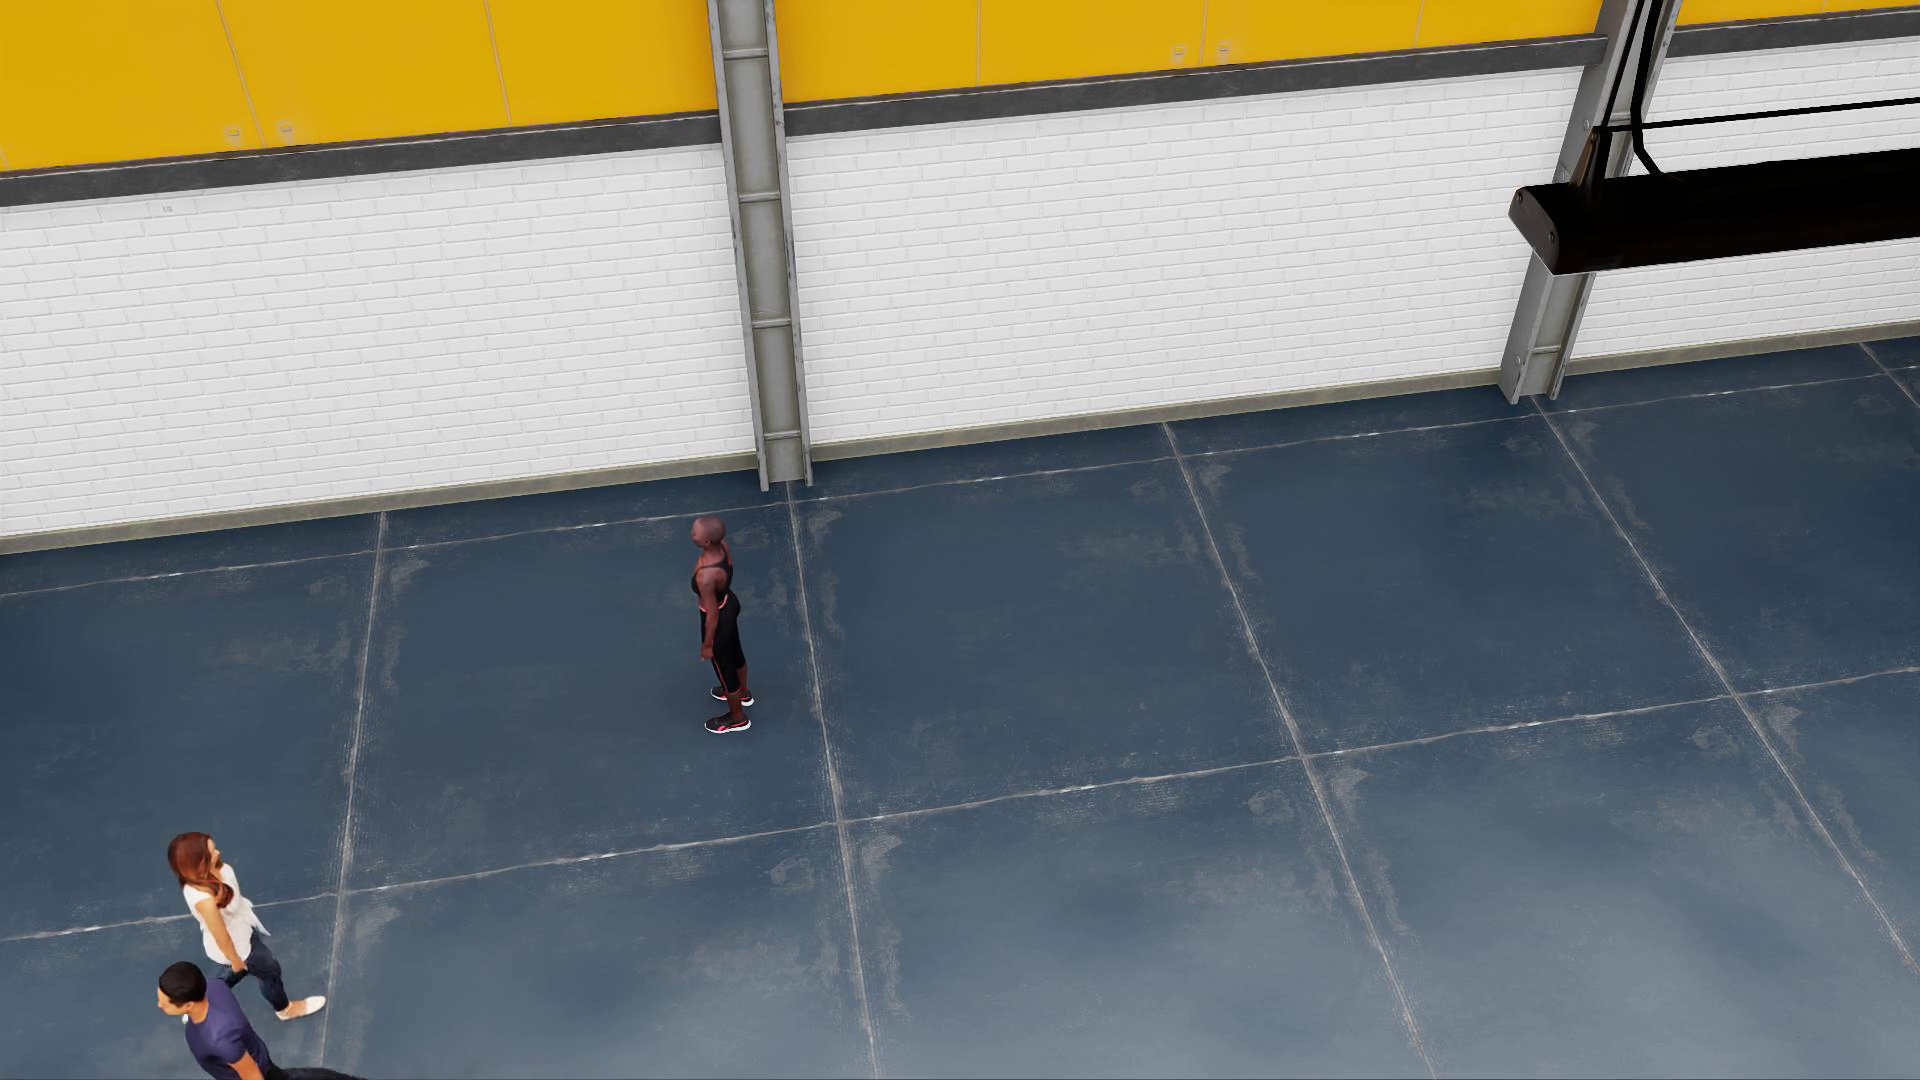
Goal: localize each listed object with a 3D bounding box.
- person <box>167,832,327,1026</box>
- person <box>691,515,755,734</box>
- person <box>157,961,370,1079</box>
[{"bbox_3d":[-3.889,2.094,8.682,1.000,1.763,0.784,-21,47,-20],"label":"person"},{"bbox_3d":[-1.480,0.507,10.353,0.608,1.758,0.631,3,44,3],"label":"person"},{"bbox_3d":[-3.450,2.558,8.201,1.243,1.756,0.995,-26,49,-24],"label":"person"}]
